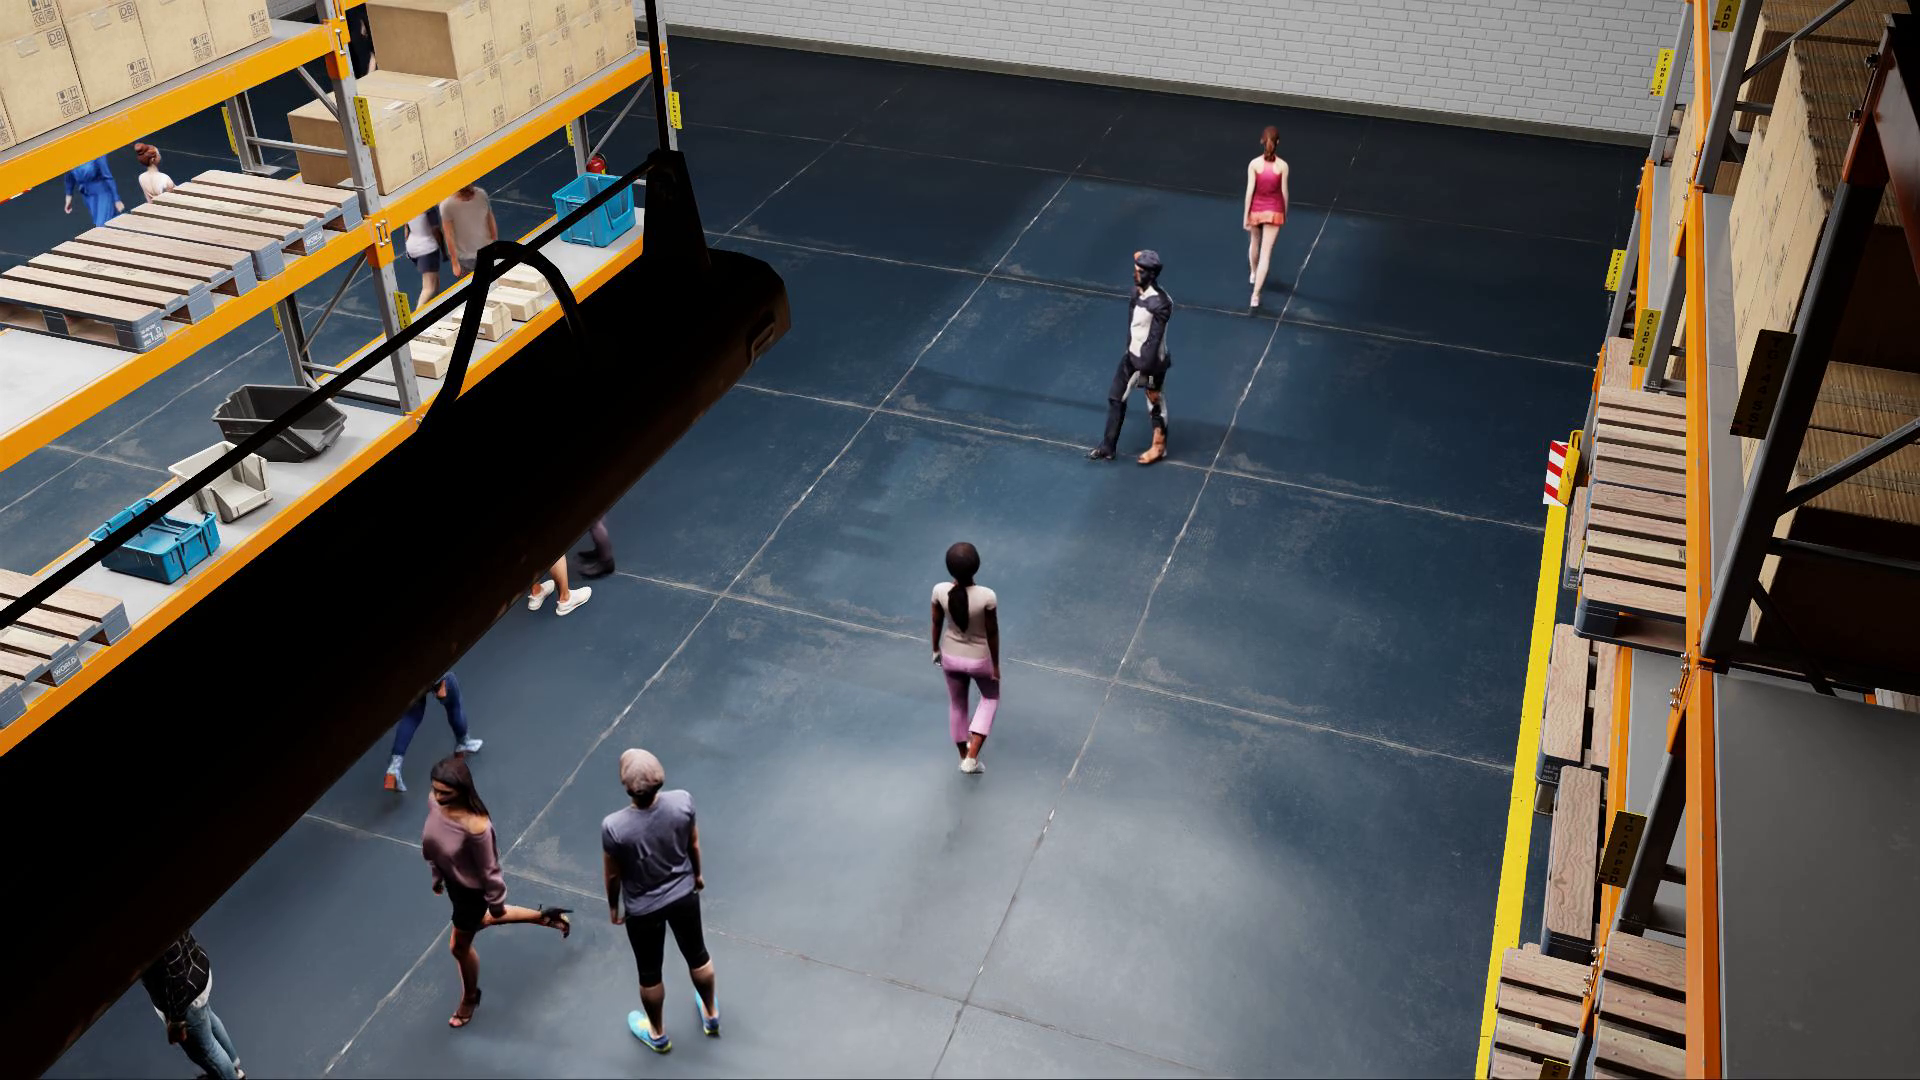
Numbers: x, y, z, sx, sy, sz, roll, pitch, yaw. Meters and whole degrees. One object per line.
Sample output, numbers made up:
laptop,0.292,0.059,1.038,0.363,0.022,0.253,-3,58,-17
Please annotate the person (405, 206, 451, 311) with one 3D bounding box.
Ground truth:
person,-5.058,-2.696,15.608,0.681,1.532,1.022,15,37,22

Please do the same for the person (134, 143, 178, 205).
person,-7.429,-2.892,15.667,0.574,1.792,0.477,13,36,19

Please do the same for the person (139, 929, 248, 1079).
person,-3.771,2.147,8.060,0.796,1.820,0.735,-14,36,-20

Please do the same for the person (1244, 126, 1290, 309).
person,2.934,-3.077,16.019,0.564,1.710,1.157,12,35,17

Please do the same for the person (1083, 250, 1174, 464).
person,1.584,-1.456,13.438,1.076,1.868,1.001,-17,37,-24

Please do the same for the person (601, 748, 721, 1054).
person,-1.514,1.838,8.472,0.734,1.880,0.805,-16,37,-23

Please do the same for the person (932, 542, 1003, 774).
person,0.029,0.787,10.184,0.626,1.735,0.695,9,35,13

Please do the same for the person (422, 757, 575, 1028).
person,-2.472,1.772,8.660,0.898,1.781,1.127,29,43,36
